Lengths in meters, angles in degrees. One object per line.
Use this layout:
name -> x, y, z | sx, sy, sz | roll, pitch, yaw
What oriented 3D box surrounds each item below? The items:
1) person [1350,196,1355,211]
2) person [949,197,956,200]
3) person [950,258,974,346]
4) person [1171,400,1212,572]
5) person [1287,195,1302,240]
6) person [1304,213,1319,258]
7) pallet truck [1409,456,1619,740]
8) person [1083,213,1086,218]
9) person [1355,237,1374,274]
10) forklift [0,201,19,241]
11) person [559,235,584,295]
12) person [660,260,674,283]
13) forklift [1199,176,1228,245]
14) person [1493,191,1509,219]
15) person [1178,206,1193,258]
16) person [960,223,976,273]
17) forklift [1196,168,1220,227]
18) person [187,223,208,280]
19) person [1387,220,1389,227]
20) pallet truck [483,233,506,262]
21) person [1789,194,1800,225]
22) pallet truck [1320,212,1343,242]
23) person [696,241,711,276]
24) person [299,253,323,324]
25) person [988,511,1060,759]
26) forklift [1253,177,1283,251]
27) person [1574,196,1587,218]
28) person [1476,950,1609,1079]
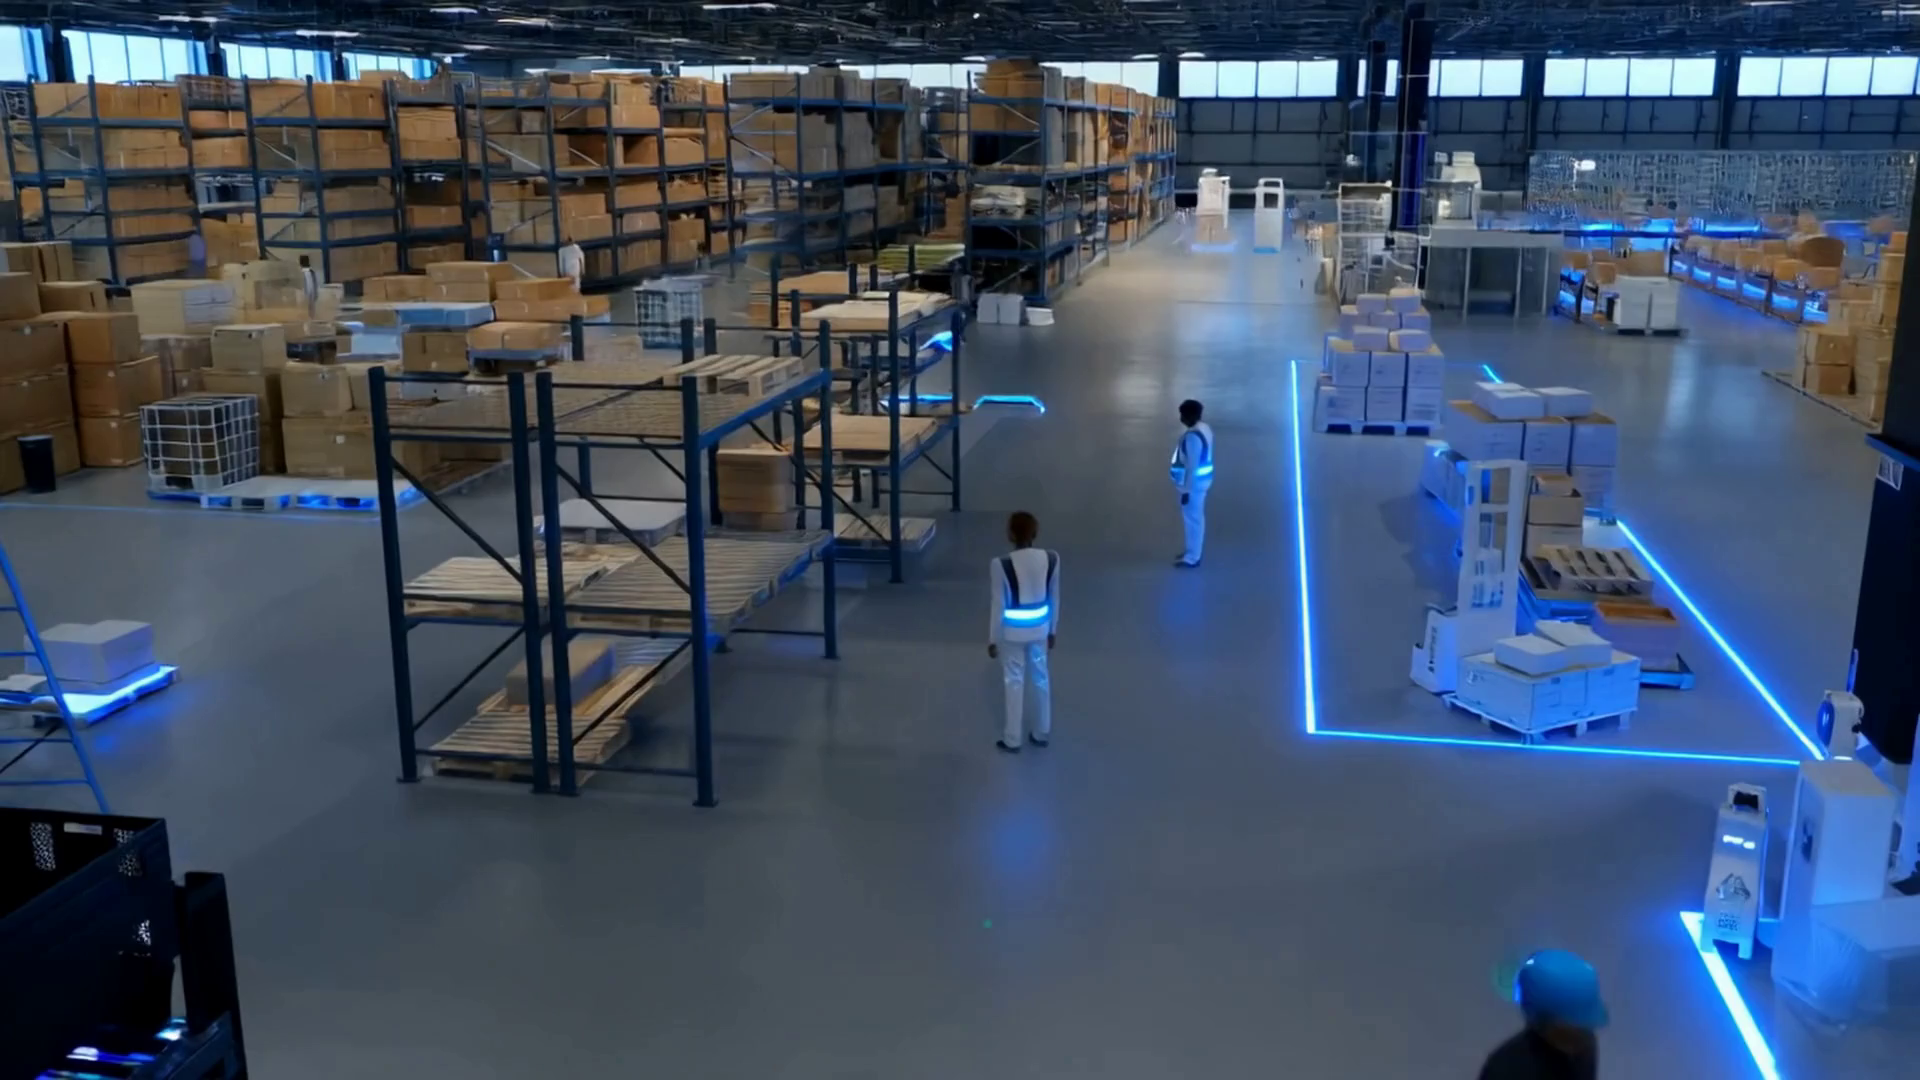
person -> 20.655, -17.775, 87.737 | 0.485, 1.735, 0.346 | -11, 17, -37
person -> -0.393, -17.766, 87.522 | 0.611, 1.812, 0.494 | 2, 14, 9
person -> 0.029, -5.206, 36.331 | 0.548, 1.917, 0.635 | -4, 15, -18
person -> 2.455, -0.583, 17.716 | 0.429, 1.841, 0.621 | 4, 14, 17
person -> 14.352, -13.845, 71.370 | 0.626, 1.926, 0.583 | -1, 14, -3
person -> 13.006, -11.278, 61.533 | 0.539, 1.647, 0.890 | 3, 14, 14
pallet truck -> 4.504, 0.400, 13.395 | 0.823, 1.965, 1.885 | -6, 15, -23
person -> 5.782, -15.447, 77.925 | 0.407, 1.908, 0.641 | -9, 16, -31
person -> 11.389, -7.707, 46.940 | 0.531, 1.692, 0.320 | 9, 16, 31
forklift -> -24.707, -7.362, 43.093 | 1.873, 2.768, 1.129 | 1, 14, 4
person -> -10.198, -7.037, 43.712 | 0.631, 1.940, 0.372 | -4, 14, -15
person -> -6.858, -5.757, 39.117 | 0.886, 1.642, 0.547 | 5, 15, 20
forklift -> 10.323, -13.301, 67.205 | 1.129, 2.768, 1.873 | 3, 14, 10
person -> 25.225, -15.374, 77.735 | 0.642, 1.864, 0.967 | -6, 15, -21
person -> 8.358, -11.399, 61.506 | 0.640, 1.898, 0.461 | -6, 15, -22
person -> 0.293, -8.893, 51.328 | 0.401, 1.904, 0.650 | -12, 18, -41
forklift -> 12.056, -16.539, 80.354 | 1.129, 2.768, 1.873 | 3, 14, 10
person -> -22.222, -8.201, 48.378 | 0.628, 1.977, 0.675 | 4, 14, 15
person -> 19.044, -14.377, 73.756 | 0.658, 1.813, 0.626 | 4, 14, 16
pallet truck -> -11.832, -7.026, 43.548 | 1.885, 1.965, 0.823 | 8, 16, 28
person -> 37.386, -14.577, 74.544 | 0.403, 1.830, 0.599 | 11, 18, 38
pallet truck -> 15.874, -13.227, 70.310 | 0.680, 1.201, 1.601 | 10, 17, 35
person -> -6.325, -6.414, 41.147 | 0.444, 1.949, 0.641 | 3, 14, 12
person -> -14.722, -5.549, 37.742 | 0.441, 1.898, 0.628 | -5, 15, -18
person -> 0.472, 0.700, 12.412 | 0.575, 1.885, 0.355 | -7, 15, -26
forklift -> 12.083, -12.747, 64.956 | 1.129, 2.768, 1.873 | 3, 14, 10
person -> 26.913, -14.011, 72.224 | 0.570, 1.841, 0.372 | -3, 14, -11
person -> 1.931, 2.294, 5.803 | 0.630, 1.958, 0.963 | -9, 16, -32
